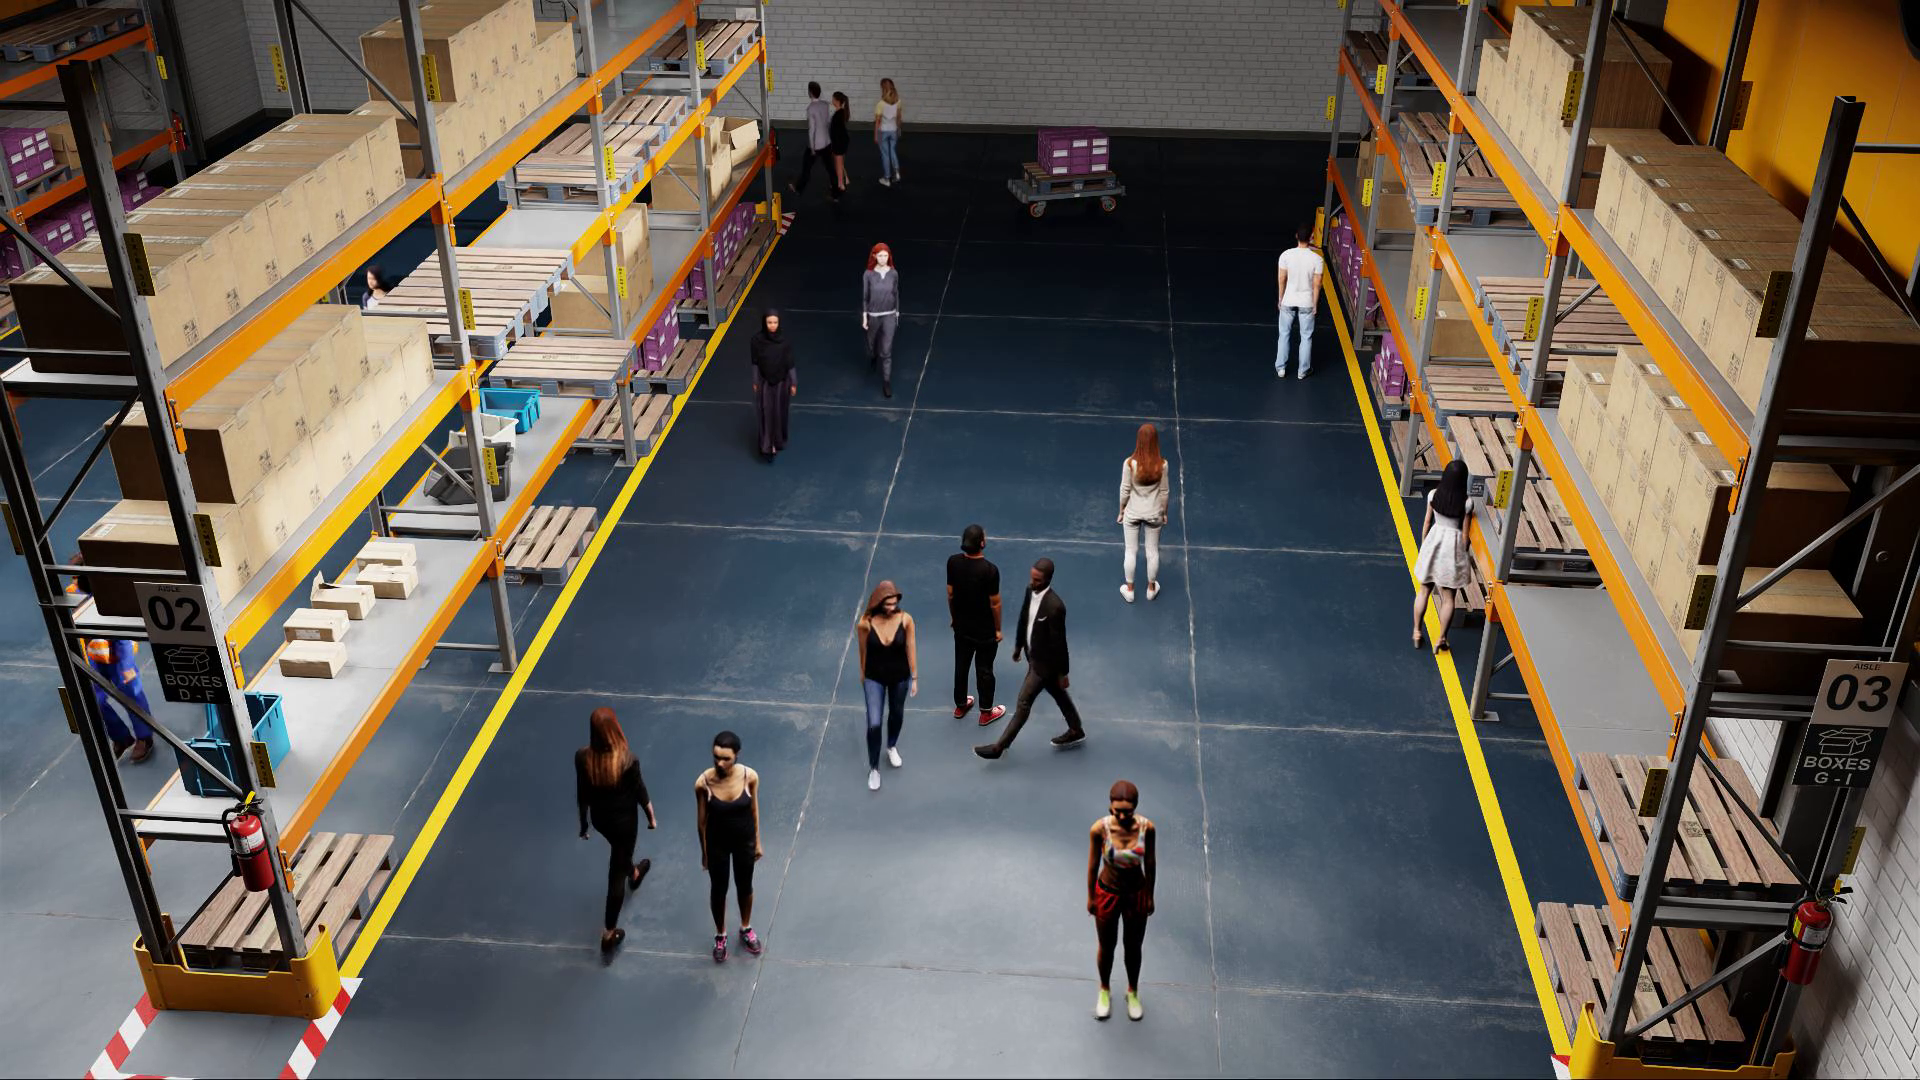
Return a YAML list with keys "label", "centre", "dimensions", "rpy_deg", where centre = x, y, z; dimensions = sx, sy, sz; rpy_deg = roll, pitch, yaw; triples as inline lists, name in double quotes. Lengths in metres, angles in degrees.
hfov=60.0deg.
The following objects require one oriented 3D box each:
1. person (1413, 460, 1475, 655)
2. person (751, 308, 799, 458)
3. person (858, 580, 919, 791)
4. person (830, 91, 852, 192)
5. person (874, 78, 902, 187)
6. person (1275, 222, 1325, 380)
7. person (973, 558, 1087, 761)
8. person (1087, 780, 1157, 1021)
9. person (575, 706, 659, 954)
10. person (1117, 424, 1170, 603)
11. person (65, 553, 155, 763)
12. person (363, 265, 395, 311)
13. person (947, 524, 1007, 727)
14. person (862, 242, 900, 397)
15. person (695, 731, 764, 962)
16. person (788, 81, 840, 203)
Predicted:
- label: "person"
  centre: [4.111, 0.137, 14.131]
  dimensions: [0.774, 1.769, 0.797]
  rpy_deg: [18, 34, 30]
- label: "person"
  centre: [-1.983, -1.724, 17.704]
  dimensions: [0.774, 1.615, 1.009]
  rpy_deg: [-4, 29, -7]
- label: "person"
  centre: [-0.563, 0.994, 12.638]
  dimensions: [0.713, 1.694, 0.852]
  rpy_deg: [-6, 29, -11]
- label: "person"
  centre: [-1.829, -6.241, 26.051]
  dimensions: [0.641, 1.550, 0.547]
  rpy_deg: [6, 29, 11]
- label: "person"
  centre: [-1.107, -6.380, 26.133]
  dimensions: [0.834, 1.716, 0.893]
  rpy_deg: [-16, 32, -27]
- label: "person"
  centre: [3.945, -2.789, 19.394]
  dimensions: [0.732, 1.866, 0.669]
  rpy_deg: [10, 30, 18]
- label: "person"
  centre: [0.723, 0.914, 12.736]
  dimensions: [1.119, 1.740, 1.258]
  rpy_deg: [-10, 30, -18]
- label: "person"
  centre: [0.999, 2.206, 10.321]
  dimensions: [0.596, 1.785, 0.562]
  rpy_deg: [0, 29, -1]
- label: "person"
  centre: [-2.308, 1.926, 10.961]
  dimensions: [0.733, 1.664, 1.215]
  rpy_deg: [6, 29, 11]
- label: "person"
  centre: [1.638, -0.235, 14.874]
  dimensions: [0.618, 1.710, 0.547]
  rpy_deg: [0, 29, 1]
- label: "person"
  centre: [-6.442, 0.859, 12.730]
  dimensions: [0.670, 1.843, 0.657]
  rpy_deg: [3, 29, 6]
- label: "person"
  centre: [-6.399, -2.269, 18.607]
  dimensions: [0.586, 1.707, 0.503]
  rpy_deg: [2, 29, 3]
- label: "person"
  centre: [0.119, 0.662, 13.179]
  dimensions: [0.716, 1.758, 0.719]
  rpy_deg: [15, 32, 26]
- label: "person"
  centre: [-0.925, -2.564, 19.087]
  dimensions: [0.703, 1.763, 1.009]
  rpy_deg: [-3, 29, -6]
- label: "person"
  centre: [-1.494, 1.963, 10.826]
  dimensions: [0.635, 1.727, 0.636]
  rpy_deg: [-8, 30, -14]
- label: "person"
  centre: [-2.088, -6.044, 25.421]
  dimensions: [1.150, 1.808, 1.179]
  rpy_deg: [22, 35, 34]
